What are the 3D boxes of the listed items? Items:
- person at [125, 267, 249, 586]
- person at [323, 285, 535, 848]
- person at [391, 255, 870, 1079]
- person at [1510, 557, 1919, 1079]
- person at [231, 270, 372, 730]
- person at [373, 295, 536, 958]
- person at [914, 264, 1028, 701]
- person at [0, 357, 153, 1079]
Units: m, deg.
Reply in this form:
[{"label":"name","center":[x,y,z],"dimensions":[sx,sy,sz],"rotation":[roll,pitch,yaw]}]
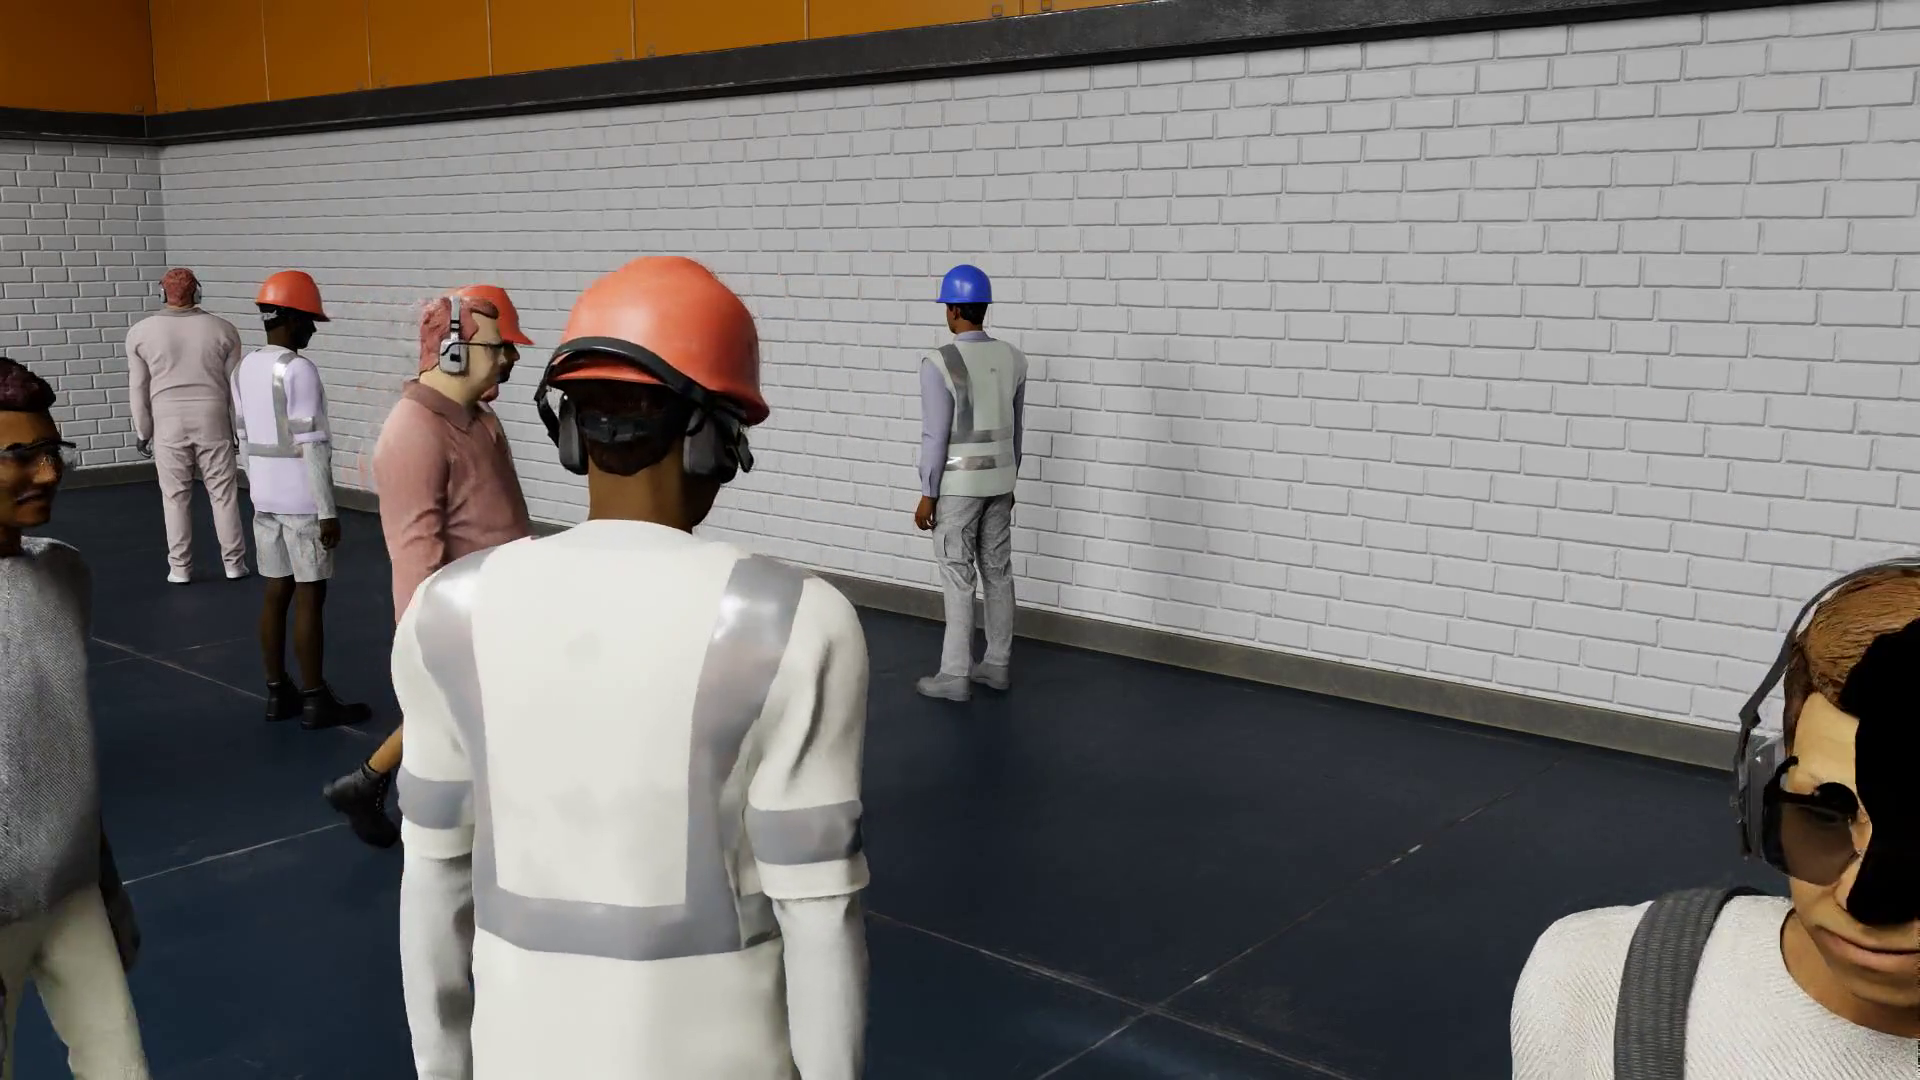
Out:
[{"label":"person","center":[-4.638,-0.680,10.035],"dimensions":[0.643,1.910,0.399],"rotation":[-5,11,-25]},{"label":"person","center":[-1.674,0.112,5.523],"dimensions":[0.851,1.910,0.540],"rotation":[-1,10,-5]},{"label":"person","center":[-0.405,0.661,2.106],"dimensions":[0.643,2.015,0.515],"rotation":[2,10,12]},{"label":"person","center":[0.664,0.894,1.289],"dimensions":[0.521,1.830,0.526],"rotation":[7,12,35]},{"label":"person","center":[-2.797,-0.164,7.037],"dimensions":[0.542,1.928,0.375],"rotation":[7,12,36]},{"label":"person","center":[-1.343,0.264,4.695],"dimensions":[0.482,1.887,0.661],"rotation":[-1,10,-6]},{"label":"person","center":[0.042,-0.252,7.478],"dimensions":[0.390,1.948,0.605],"rotation":[10,14,44]},{"label":"person","center":[-1.601,0.621,2.832],"dimensions":[0.572,1.875,0.560],"rotation":[3,10,15]}]
